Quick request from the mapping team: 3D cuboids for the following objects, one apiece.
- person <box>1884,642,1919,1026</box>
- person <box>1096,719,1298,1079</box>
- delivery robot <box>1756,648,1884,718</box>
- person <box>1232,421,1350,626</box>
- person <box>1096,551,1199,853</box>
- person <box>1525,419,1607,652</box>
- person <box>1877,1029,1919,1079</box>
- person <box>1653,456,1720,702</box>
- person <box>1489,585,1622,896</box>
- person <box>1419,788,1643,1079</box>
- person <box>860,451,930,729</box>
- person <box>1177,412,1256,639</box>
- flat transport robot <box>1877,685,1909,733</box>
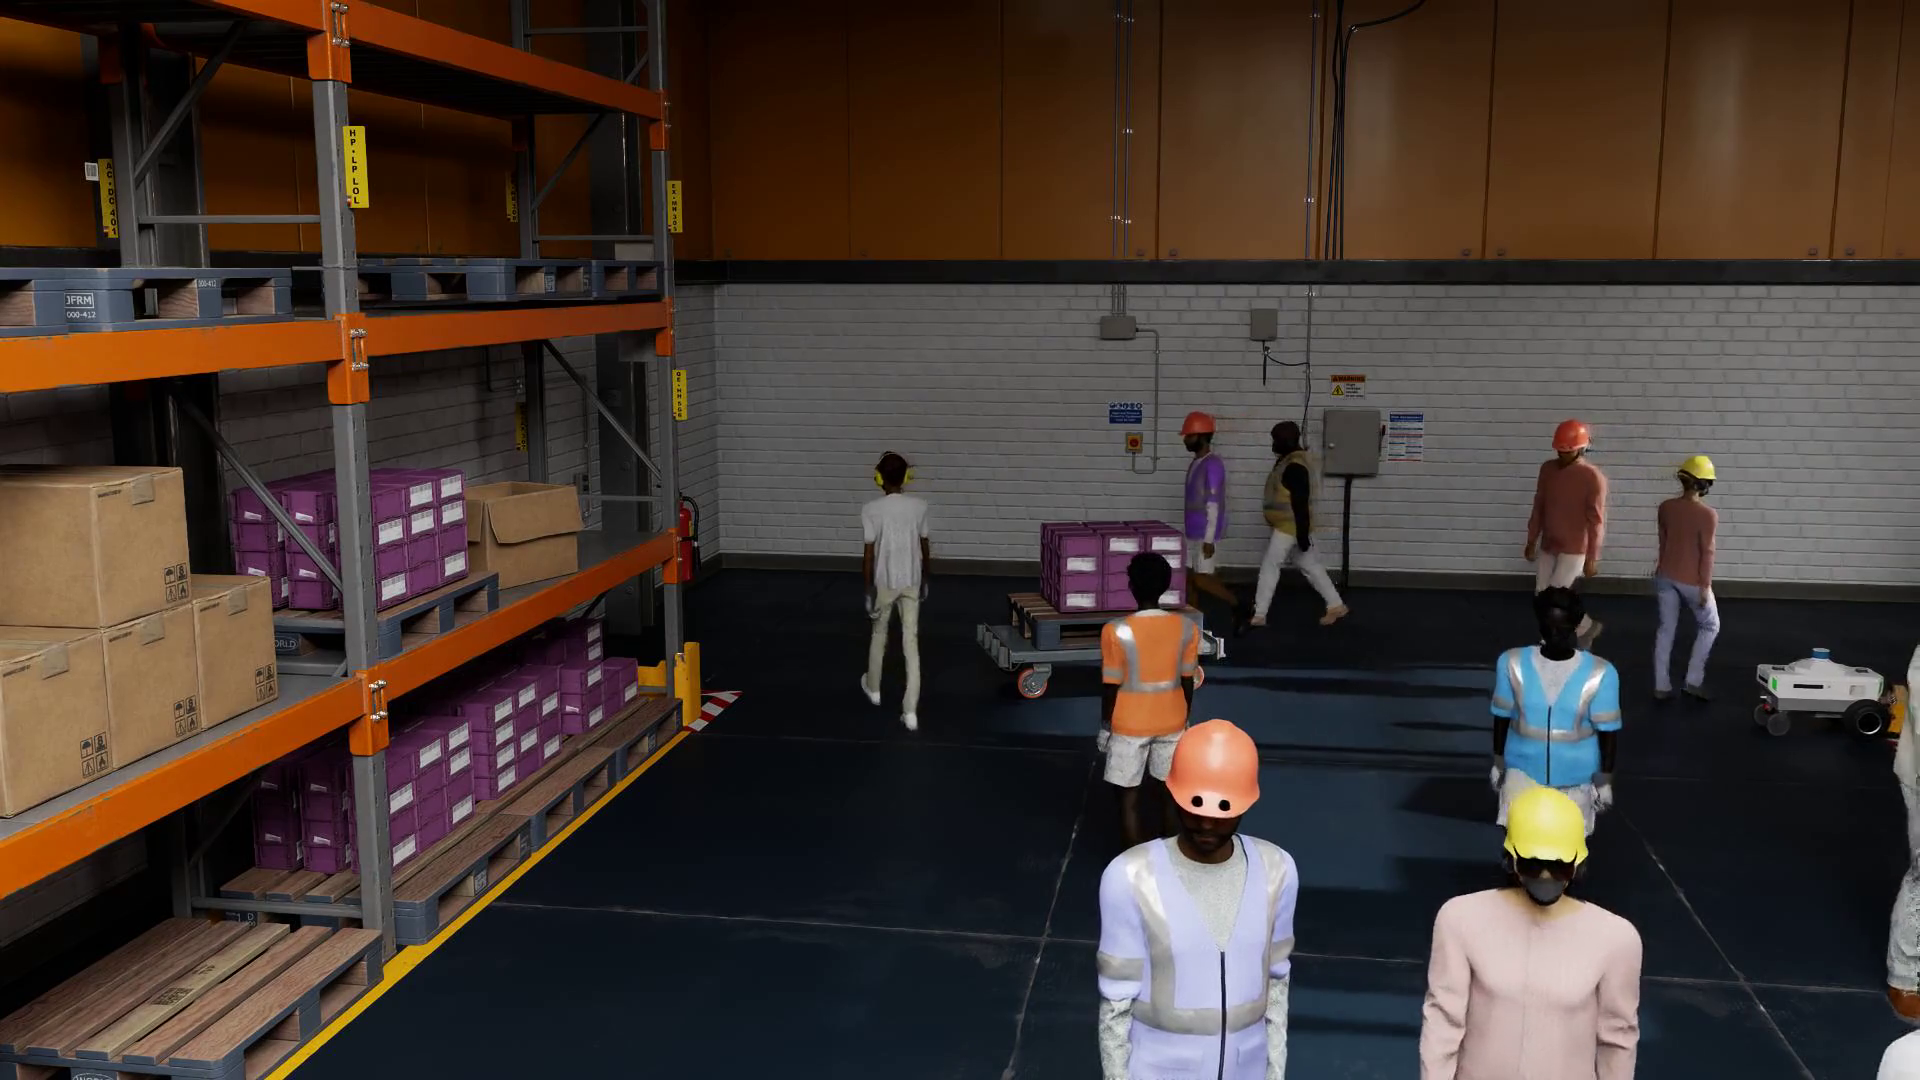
[{"bbox_3d":[4.034,1.007,6.777,0.790,1.899,0.376,-9,13,-43],"label":"person"},{"bbox_3d":[0.617,1.390,4.254,0.546,1.934,0.376,-3,10,-17],"label":"person"},{"bbox_3d":[5.627,0.952,10.904,0.707,0.478,0.477,1,9,8],"label":"delivery robot"},{"bbox_3d":[2.857,-0.125,14.076,0.970,1.792,0.632,2,9,11],"label":"person"},{"bbox_3d":[0.901,0.894,8.044,0.540,1.696,0.316,-4,10,-23],"label":"person"},{"bbox_3d":[4.600,0.047,12.487,0.735,1.948,0.695,-4,10,-26],"label":"person"},{"bbox_3d":[2.060,1.549,3.240,0.597,1.949,0.494,1,9,6],"label":"person"},{"bbox_3d":[5.126,0.279,11.691,0.521,1.750,0.526,-5,10,-26],"label":"person"},{"bbox_3d":[2.545,1.039,7.185,0.553,1.670,0.689,4,10,24],"label":"person"},{"bbox_3d":[1.461,1.487,4.308,0.531,1.725,0.898,4,10,22],"label":"person"},{"bbox_3d":[-0.442,0.307,11.290,0.518,1.820,0.980,-2,9,-13],"label":"person"},{"bbox_3d":[2.007,-0.082,13.396,0.655,1.912,0.553,-2,9,-14],"label":"person"},{"bbox_3d":[6.709,1.150,10.849,1.431,0.197,0.652,5,10,27],"label":"flat transport robot"}]
